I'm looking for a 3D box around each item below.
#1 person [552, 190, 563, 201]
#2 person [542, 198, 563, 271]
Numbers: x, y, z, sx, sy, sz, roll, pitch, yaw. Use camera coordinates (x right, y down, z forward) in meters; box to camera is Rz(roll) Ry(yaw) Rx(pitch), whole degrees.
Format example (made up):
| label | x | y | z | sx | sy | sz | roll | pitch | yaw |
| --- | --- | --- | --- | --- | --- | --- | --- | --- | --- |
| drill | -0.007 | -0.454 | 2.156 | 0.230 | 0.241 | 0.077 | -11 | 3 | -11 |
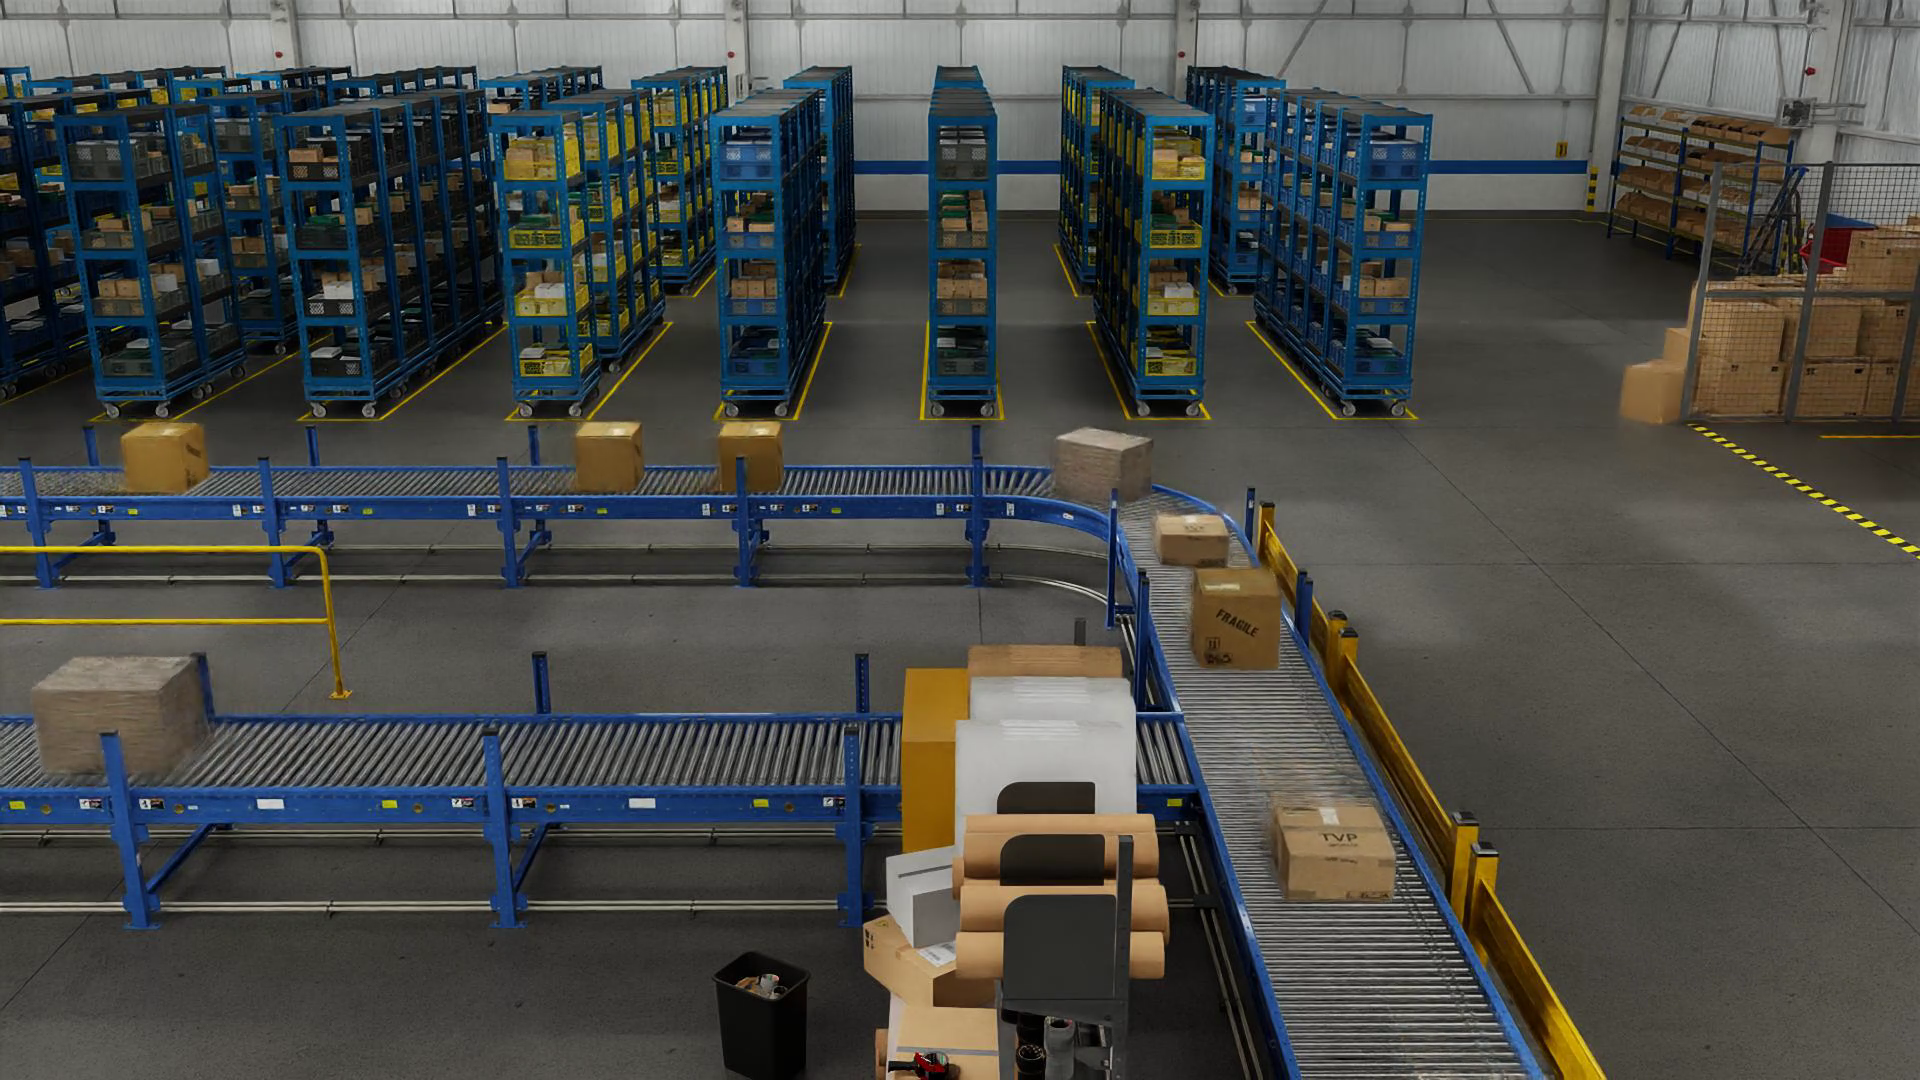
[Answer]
| label | x | y | z | sx | sy | sz | roll | pitch | yaw |
| --- | --- | --- | --- | --- | --- | --- | --- | --- | --- |
| person | -6.542 | -4.709 | 27.023 | 1.026 | 1.941 | 0.625 | -9 | 20 | -25 |
| person | -6.453 | -4.584 | 26.791 | 0.592 | 1.833 | 0.404 | -5 | 19 | -16 |
